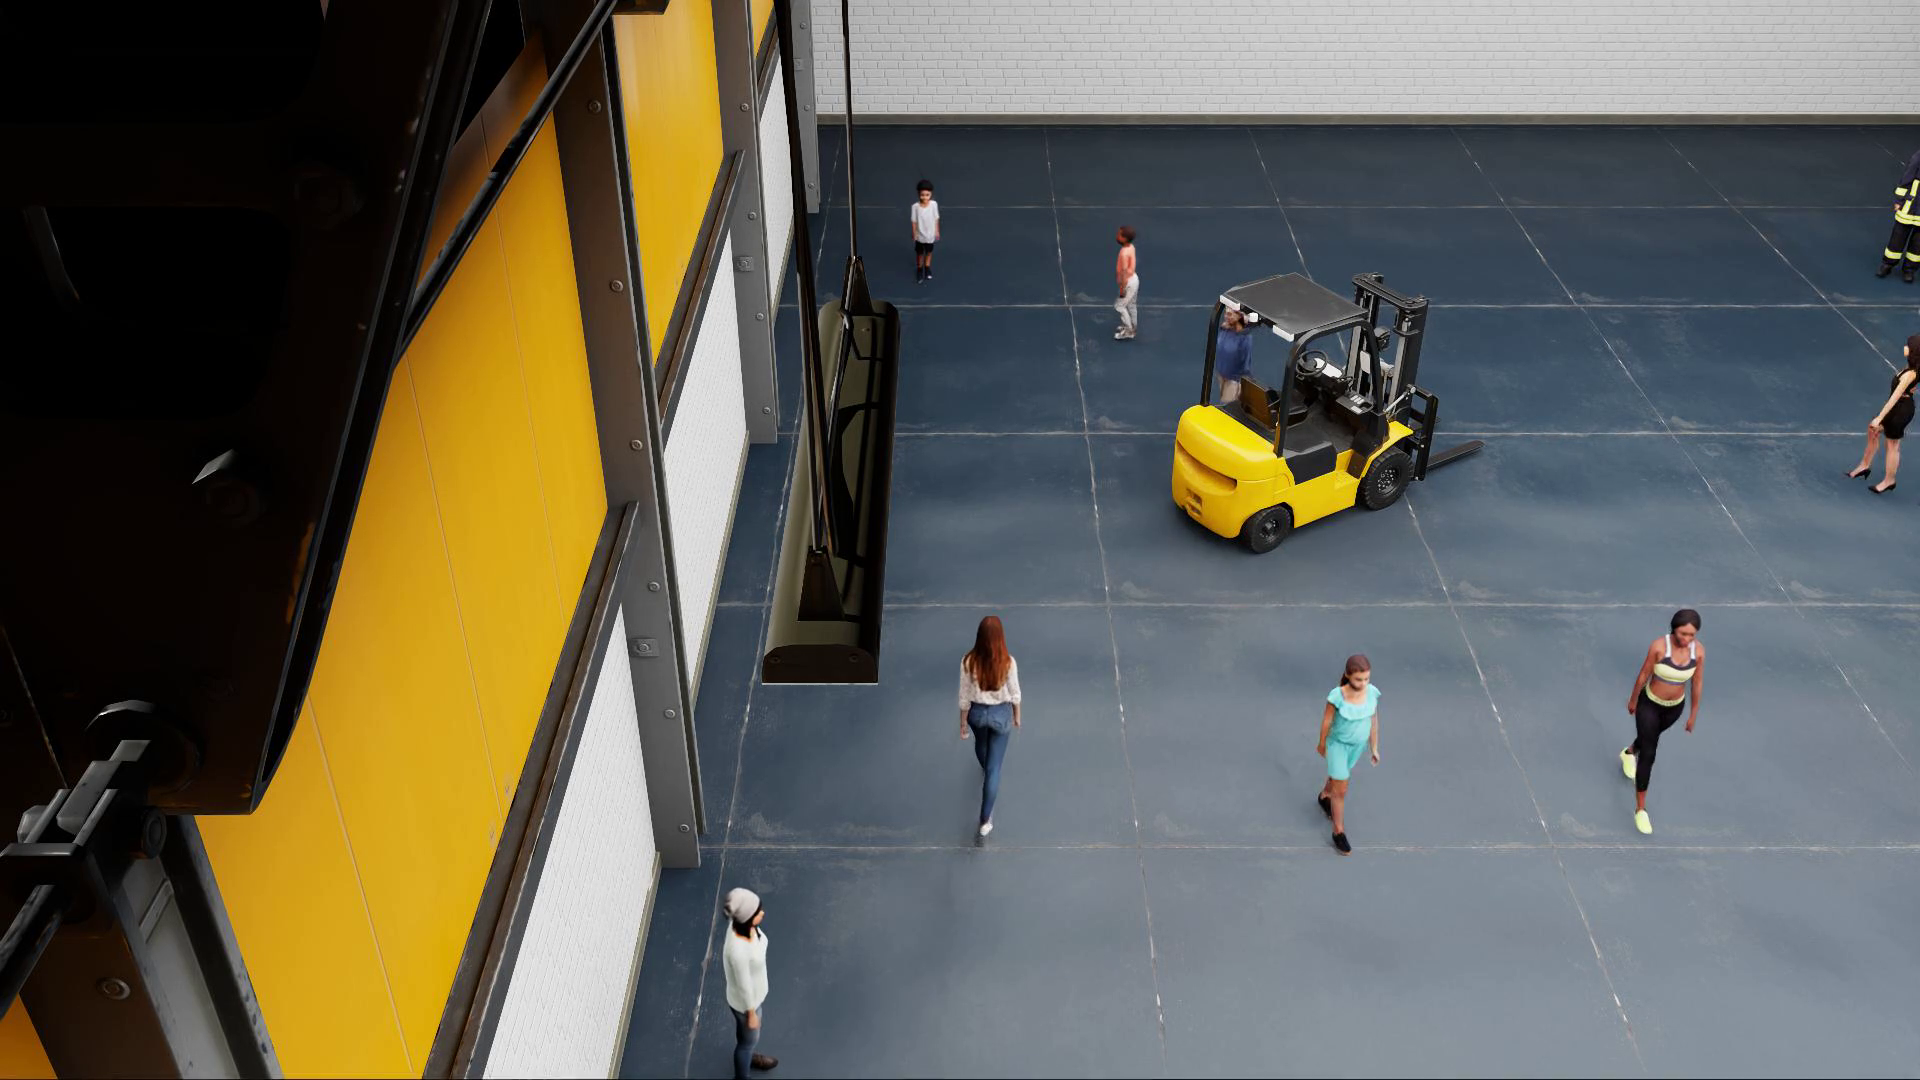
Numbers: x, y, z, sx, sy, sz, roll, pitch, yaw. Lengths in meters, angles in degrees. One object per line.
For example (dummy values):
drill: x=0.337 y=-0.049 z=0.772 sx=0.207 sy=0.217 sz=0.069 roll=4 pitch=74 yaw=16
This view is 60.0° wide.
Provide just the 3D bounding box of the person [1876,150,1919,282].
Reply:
person: x=11.398 y=-4.005 z=19.686 sx=0.889 sy=1.921 sz=0.892 roll=19 pitch=38 yaw=27

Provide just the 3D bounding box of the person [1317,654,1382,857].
person: x=2.733 y=1.406 z=11.896 sx=0.695 sy=1.533 sz=0.946 roll=-9 pitch=35 yaw=-13

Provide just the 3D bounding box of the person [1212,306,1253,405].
person: x=2.722 y=-1.594 z=16.270 sx=0.797 sy=1.688 sz=0.705 roll=-17 pitch=37 yaw=-24

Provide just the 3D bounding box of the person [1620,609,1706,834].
person: x=5.072 y=1.173 z=12.090 sx=0.652 sy=1.706 sz=1.146 roll=4 pitch=34 yaw=5

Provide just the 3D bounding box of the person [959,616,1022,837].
person: x=0.197 y=1.331 z=11.864 sx=0.711 sy=1.693 sz=1.170 roll=6 pitch=34 yaw=9

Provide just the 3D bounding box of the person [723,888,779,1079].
person: x=-1.268 y=2.675 z=9.888 sx=0.617 sy=1.643 sz=0.419 roll=0 pitch=34 yaw=0

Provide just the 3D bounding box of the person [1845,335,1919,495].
person: x=8.899 y=-1.135 z=15.626 sx=0.793 sy=1.636 sz=0.749 roll=20 pitch=38 yaw=27

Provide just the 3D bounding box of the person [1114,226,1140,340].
person: x=1.893 y=-2.870 z=18.541 sx=0.621 sy=1.299 sz=0.536 roll=10 pitch=35 yaw=15

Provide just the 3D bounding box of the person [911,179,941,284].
person: x=-0.419 y=-3.737 z=19.895 sx=0.530 sy=1.245 sz=0.590 roll=-6 pitch=34 yaw=-9
